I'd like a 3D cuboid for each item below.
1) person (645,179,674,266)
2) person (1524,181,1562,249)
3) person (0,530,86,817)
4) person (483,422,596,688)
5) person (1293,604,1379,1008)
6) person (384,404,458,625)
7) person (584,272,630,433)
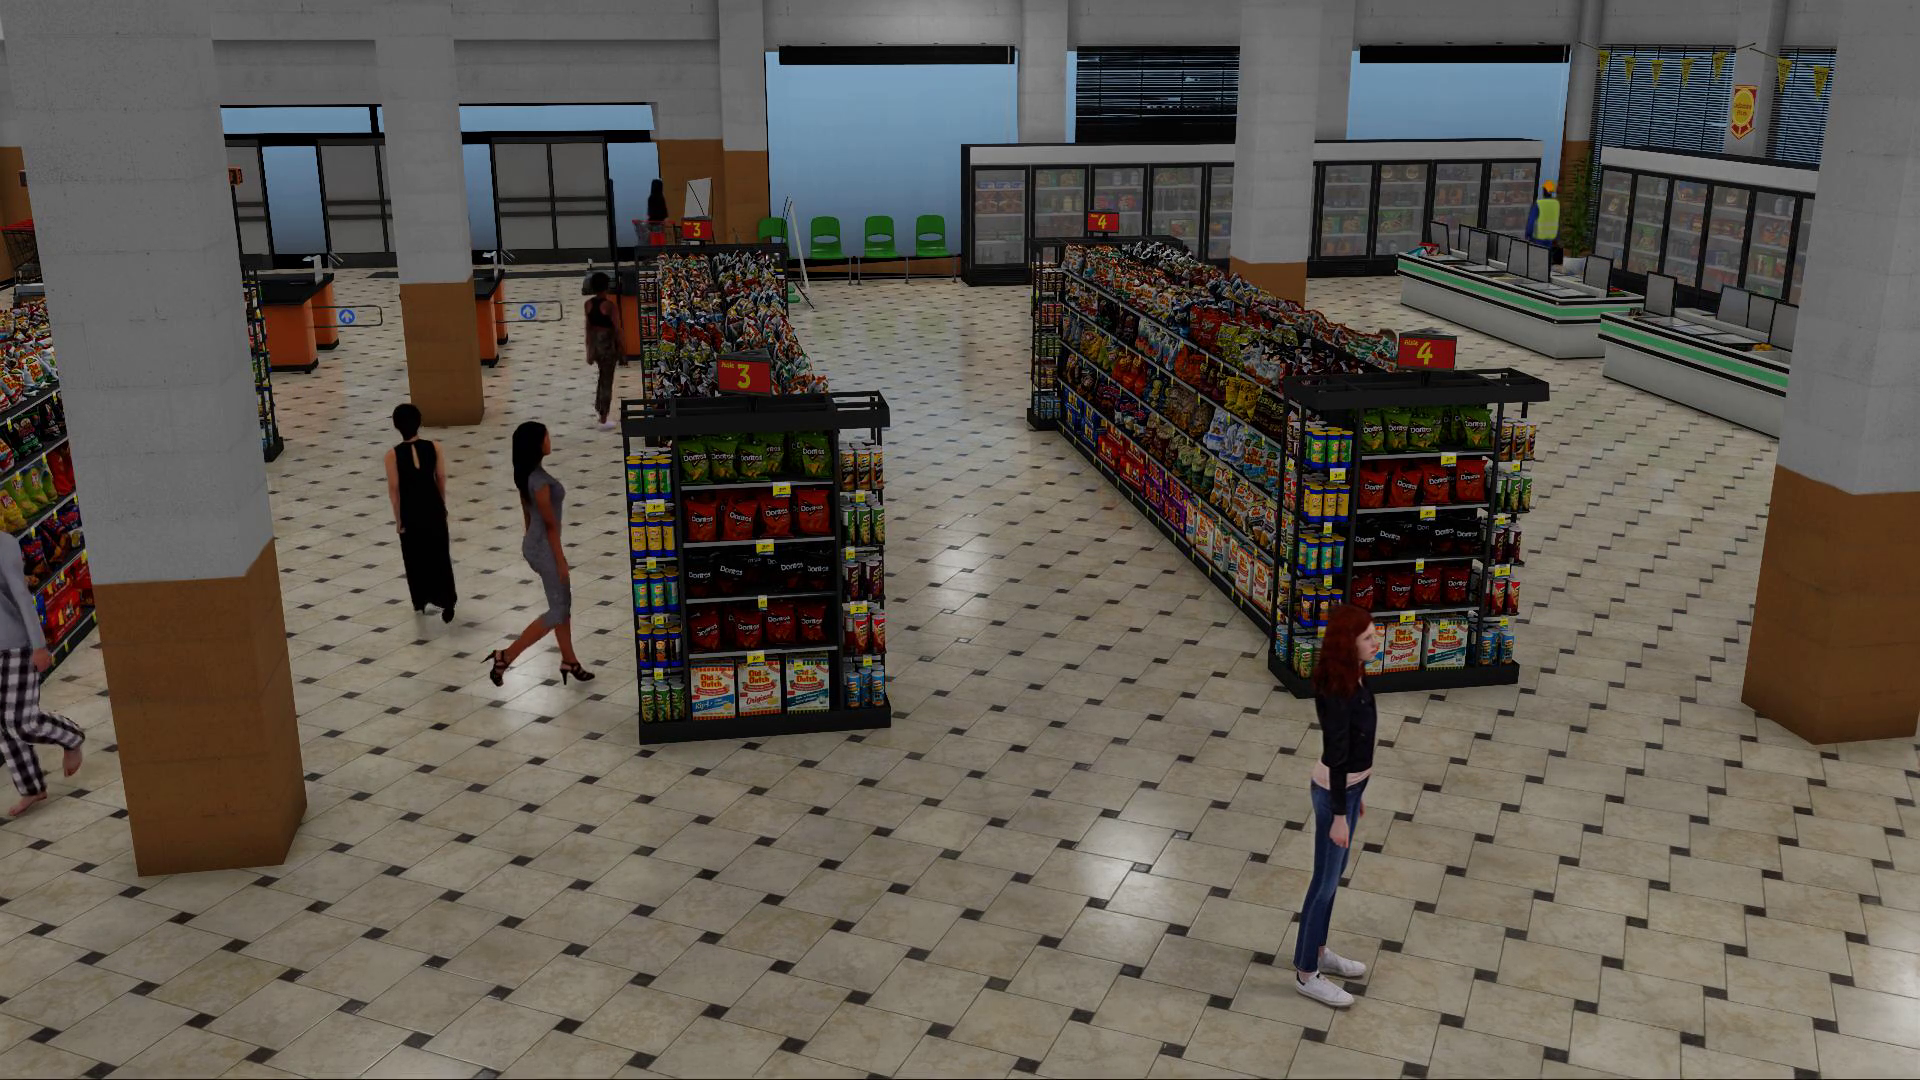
[{"bbox_3d":[-5.432,-5.533,29.473,1.070,1.596,1.069,14,22,39],"label":"person"},{"bbox_3d":[9.556,-4.931,27.132,0.662,1.804,0.646,-4,17,-11],"label":"person"},{"bbox_3d":[-5.135,0.562,9.032,0.842,1.811,0.922,2,17,8],"label":"person"},{"bbox_3d":[-2.670,0.150,10.470,0.840,1.763,0.961,-9,19,-27],"label":"person"},{"bbox_3d":[1.645,1.129,7.206,0.722,1.787,0.631,8,19,24],"label":"person"},{"bbox_3d":[-3.791,-0.151,11.784,0.796,1.576,1.040,-10,19,-29],"label":"person"},{"bbox_3d":[-3.818,-1.972,17.587,0.707,1.689,0.756,7,18,23],"label":"person"}]
